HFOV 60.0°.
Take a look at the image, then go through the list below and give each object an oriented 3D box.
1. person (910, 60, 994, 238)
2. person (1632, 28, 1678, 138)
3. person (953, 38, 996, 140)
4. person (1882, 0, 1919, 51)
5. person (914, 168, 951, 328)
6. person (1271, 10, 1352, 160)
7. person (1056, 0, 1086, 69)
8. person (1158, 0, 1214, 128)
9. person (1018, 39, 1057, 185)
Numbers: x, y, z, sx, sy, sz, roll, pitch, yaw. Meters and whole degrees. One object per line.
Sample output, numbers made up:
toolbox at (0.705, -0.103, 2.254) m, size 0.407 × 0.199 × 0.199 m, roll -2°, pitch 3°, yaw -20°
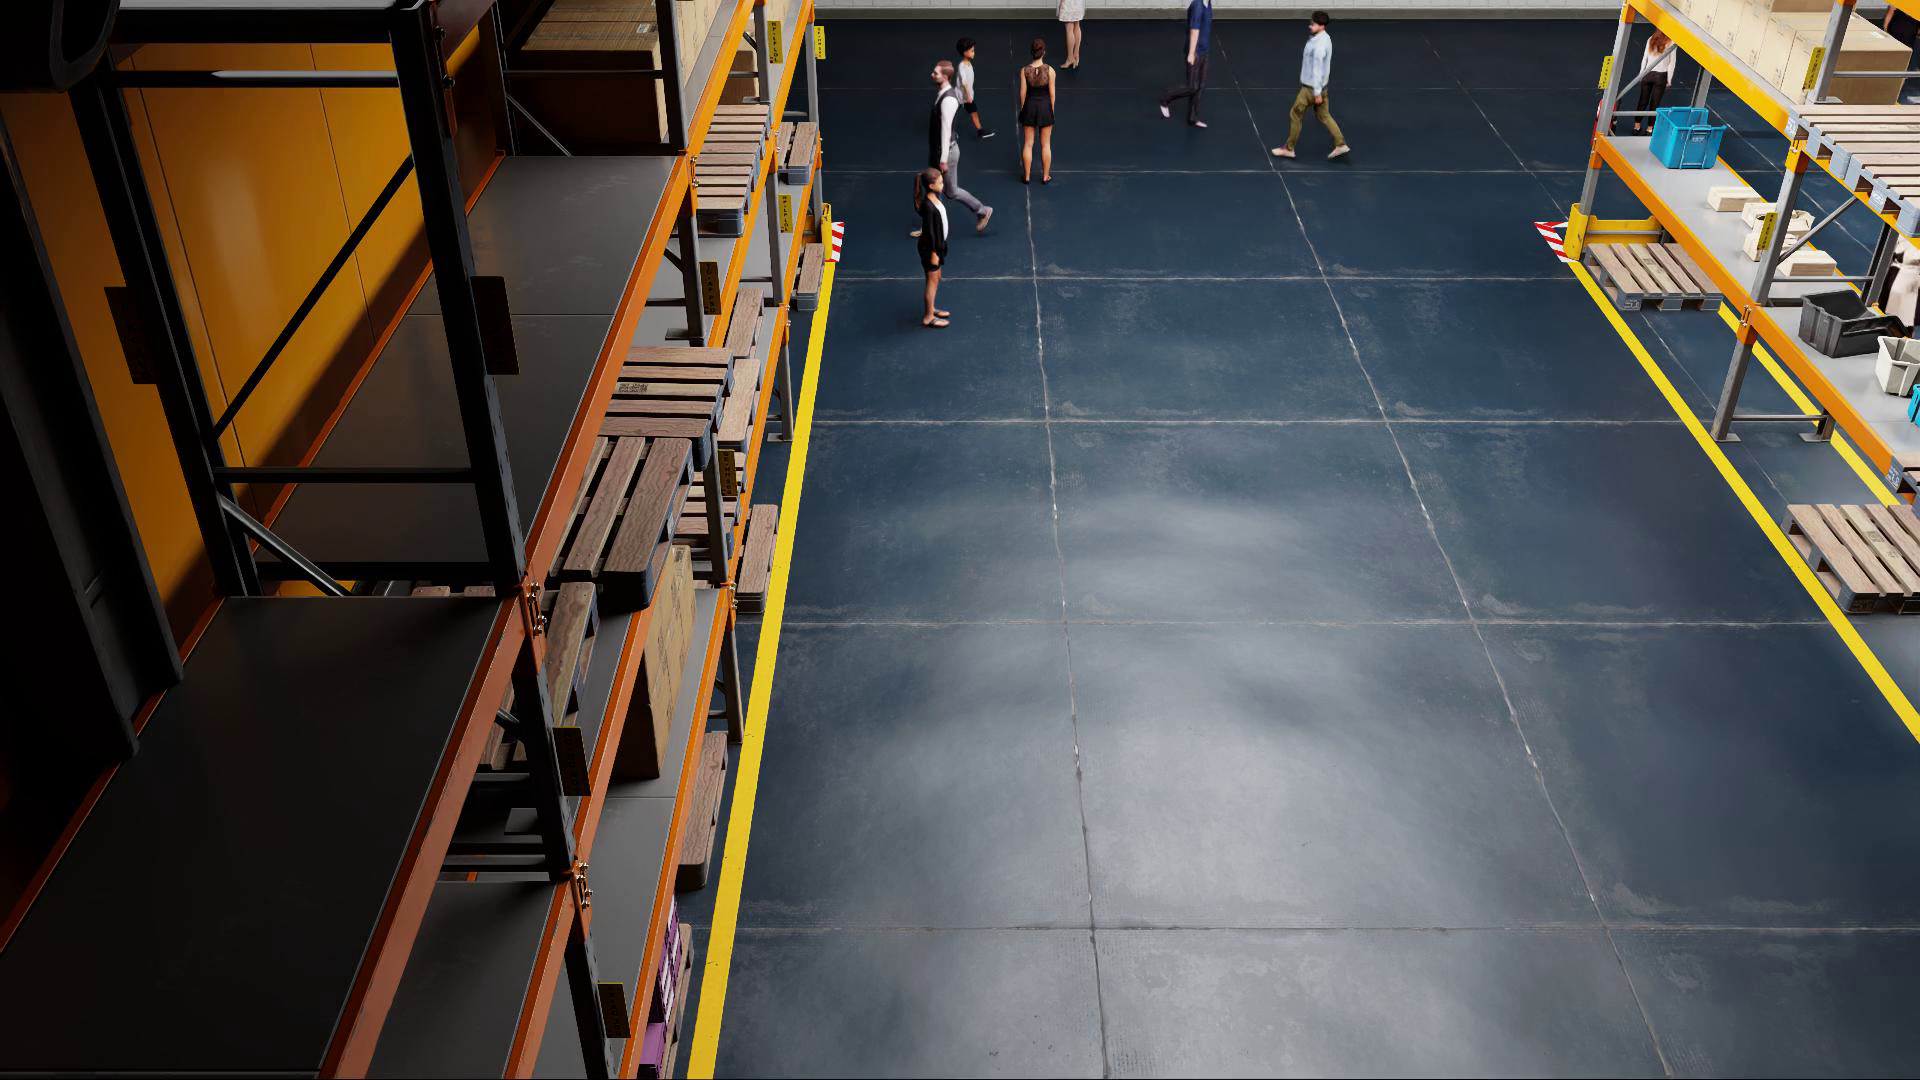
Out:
person at (-0.071, -4.100, 17.577) m, size 0.858 × 1.910 × 1.112 m, roll -6°, pitch 34°, yaw -8°
person at (8.500, -5.670, 20.323) m, size 0.613 × 1.485 × 0.660 m, roll 25°, pitch 41°, yaw 32°
person at (-0.020, -5.468, 20.261) m, size 0.802 × 1.216 × 0.902 m, roll 15°, pitch 36°, yaw 21°
person at (12.062, -6.432, 21.282) m, size 0.893 × 1.691 × 1.086 m, roll 13°, pitch 36°, yaw 19°
person at (-0.279, -2.820, 15.971) m, size 0.617 × 1.556 × 0.540 m, roll 5°, pitch 34°, yaw 7°
person at (4.251, -5.290, 19.490) m, size 1.052 × 1.773 × 1.203 m, roll 15°, pitch 36°, yaw 21°
person at (1.498, -7.291, 22.500) m, size 0.834 × 1.774 × 0.751 m, roll 20°, pitch 38°, yaw 27°
person at (2.834, -6.020, 20.528) m, size 0.980 × 1.841 × 0.958 m, roll 20°, pitch 38°, yaw 27°
person at (0.878, -4.886, 18.974) m, size 0.584 × 1.673 × 0.572 m, roll 3°, pitch 34°, yaw 4°
